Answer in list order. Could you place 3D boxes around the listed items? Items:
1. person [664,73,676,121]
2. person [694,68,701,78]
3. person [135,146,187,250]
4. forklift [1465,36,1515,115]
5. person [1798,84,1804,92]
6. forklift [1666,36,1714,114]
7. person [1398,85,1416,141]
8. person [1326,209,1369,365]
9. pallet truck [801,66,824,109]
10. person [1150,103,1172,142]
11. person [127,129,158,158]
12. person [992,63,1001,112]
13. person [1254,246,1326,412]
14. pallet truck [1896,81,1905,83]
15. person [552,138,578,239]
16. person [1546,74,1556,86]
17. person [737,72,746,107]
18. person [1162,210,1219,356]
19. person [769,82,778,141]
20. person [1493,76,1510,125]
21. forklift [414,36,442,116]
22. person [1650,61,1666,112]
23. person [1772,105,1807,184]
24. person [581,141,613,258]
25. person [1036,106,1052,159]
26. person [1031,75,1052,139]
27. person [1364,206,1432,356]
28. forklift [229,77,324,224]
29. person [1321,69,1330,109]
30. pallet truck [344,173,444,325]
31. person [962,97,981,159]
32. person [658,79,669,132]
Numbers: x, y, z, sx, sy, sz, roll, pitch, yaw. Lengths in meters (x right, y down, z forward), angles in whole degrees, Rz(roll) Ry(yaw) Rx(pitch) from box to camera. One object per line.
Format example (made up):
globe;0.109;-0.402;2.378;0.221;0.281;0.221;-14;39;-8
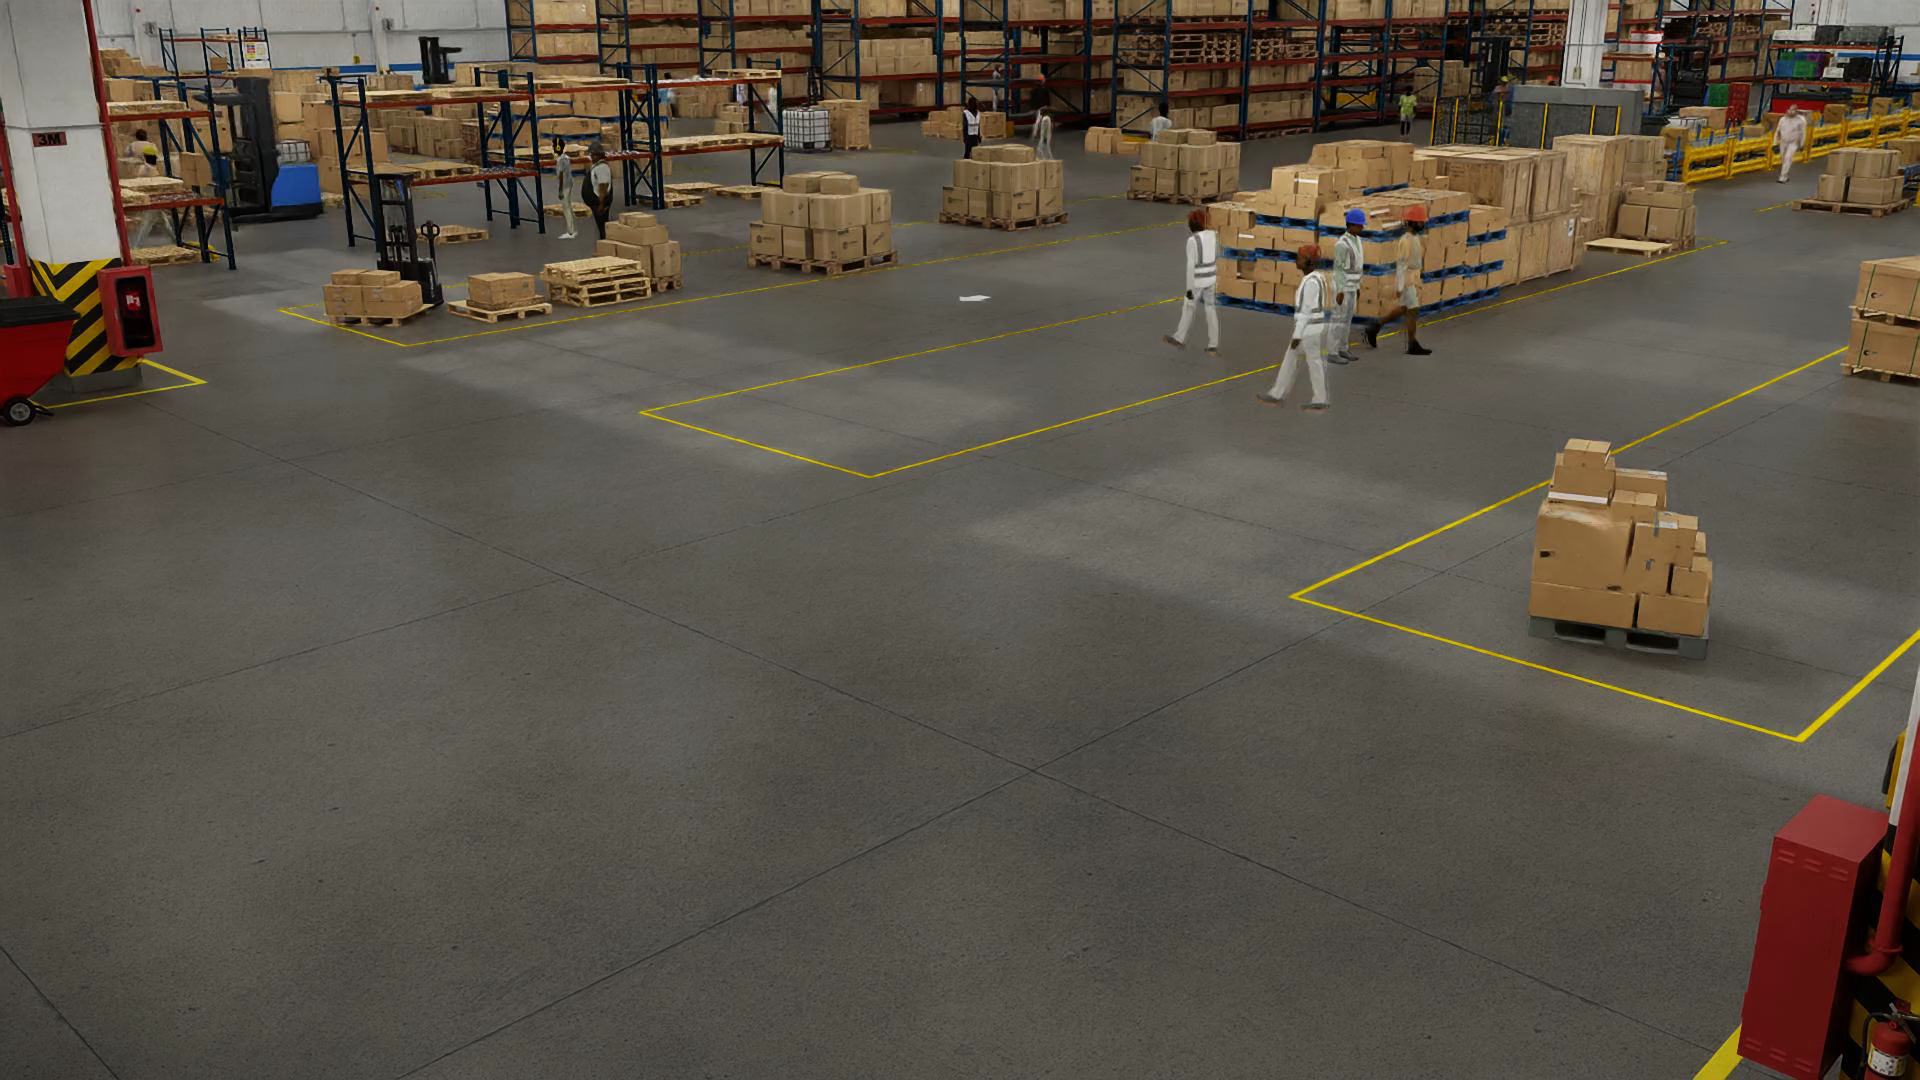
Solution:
person;-10.465;-15.794;59.269;0.852;1.649;0.546;13;22;34
person;-10.009;-17.278;63.793;0.531;1.622;0.423;13;23;35
person;-14.393;-6.082;29.689;1.015;1.872;0.590;-16;24;-40
forklift;19.973;-17.201;61.605;1.873;2.768;1.129;16;24;40
person;34.596;-18.879;68.333;0.425;1.806;0.649;-3;19;-10
forklift;27.341;-17.291;61.877;1.129;2.768;1.873;17;25;41
person;13.875;-13.259;51.625;0.537;1.673;0.758;5;19;14
person;4.854;-3.170;20.815;0.415;1.940;0.601;12;22;31
pallet truck;-4.812;-15.182;56.903;0.823;1.965;1.885;-9;21;-26
person;4.850;-9.420;39.656;0.634;1.915;0.974;16;24;39
person;-16.515;-7.451;33.888;0.660;1.814;0.783;-1;18;-3
person;1.345;-16.360;60.543;0.358;1.938;0.636;2;18;7
person;3.695;-2.322;18.381;0.896;1.848;0.611;2;19;7
pallet truck;34.802;-16.331;61.455;0.653;1.274;1.630;17;25;41
person;-7.460;-6.616;31.321;0.329;1.861;0.505;0;18;0
person;18.026;-13.184;50.832;0.527;2.031;0.637;-13;22;-34
person;-7.253;-14.668;55.453;0.374;1.934;0.548;-7;20;-20
person;3.044;-3.331;21.444;0.643;1.835;0.926;-14;23;-36
person;-5.547;-13.086;50.711;0.607;1.916;0.652;6;19;17
person;18.066;-14.602;55.534;0.533;1.747;0.680;1;18;2
forklift;-19.605;-17.228;61.686;1.129;2.768;1.873;17;25;41
person;26.691;-17.309;63.479;0.615;1.886;0.669;-11;21;-30
person;20.077;-9.600;40.318;1.017;1.852;0.670;-15;23;-38
person;-6.287;-5.892;28.844;0.536;2.000;0.687;-5;19;-13
person;2.166;-10.449;43.237;0.537;1.623;0.535;5;19;15
person;2.537;-13.536;52.049;1.045;1.944;0.615;-17;25;-42
person;5.680;-3.335;21.344;0.821;1.918;0.552;7;20;21
forklift;-14.133;-7.919;33.642;1.873;2.768;1.129;-16;24;-40
person;13.811;-17.395;63.695;0.694;1.920;0.556;12;22;33
pallet truck;-8.209;-4.181;23.757;0.823;1.965;1.885;3;19;9
person;0.286;-10.210;42.052;0.377;1.921;0.604;16;24;41
person;-9.749;-14.192;54.390;0.317;1.695;0.540;5;19;14
